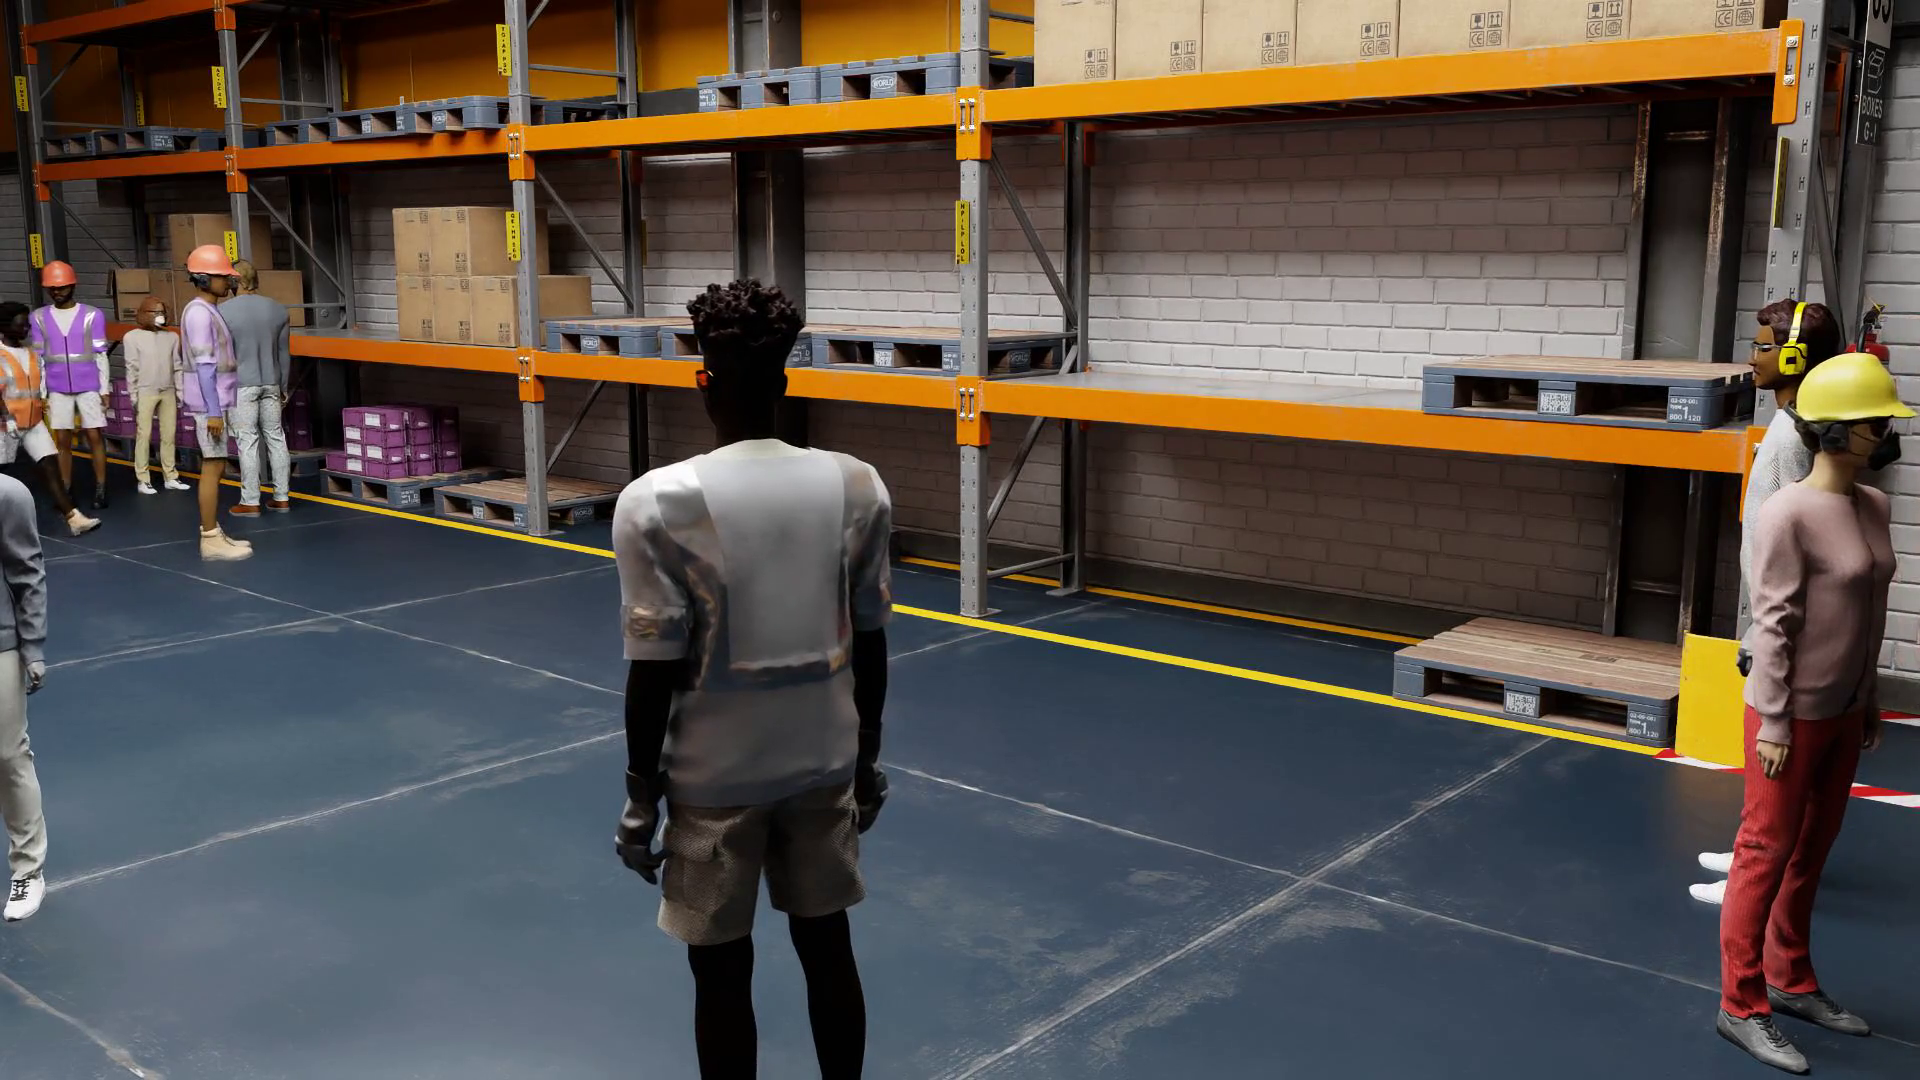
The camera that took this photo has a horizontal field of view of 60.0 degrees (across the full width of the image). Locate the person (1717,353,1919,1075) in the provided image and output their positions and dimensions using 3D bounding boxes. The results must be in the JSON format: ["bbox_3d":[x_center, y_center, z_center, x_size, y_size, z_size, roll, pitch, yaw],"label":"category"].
[{"bbox_3d":[2.143,0.421,4.156,0.525,1.772,0.306,-7,12,-36],"label":"person"}]

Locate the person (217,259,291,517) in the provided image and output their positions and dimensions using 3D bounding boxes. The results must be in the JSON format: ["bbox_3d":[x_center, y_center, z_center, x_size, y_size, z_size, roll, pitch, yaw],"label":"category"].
[{"bbox_3d":[-5.346,-1.140,12.565,0.372,1.940,0.632,7,12,34],"label":"person"}]

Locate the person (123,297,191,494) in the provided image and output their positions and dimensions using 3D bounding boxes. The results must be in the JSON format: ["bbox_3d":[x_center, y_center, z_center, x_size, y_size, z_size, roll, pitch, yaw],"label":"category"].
[{"bbox_3d":[-6.660,-1.195,13.772,0.284,1.628,0.494,6,12,31],"label":"person"}]

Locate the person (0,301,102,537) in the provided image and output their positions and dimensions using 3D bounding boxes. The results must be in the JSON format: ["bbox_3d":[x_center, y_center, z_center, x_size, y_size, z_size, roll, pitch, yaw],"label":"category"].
[{"bbox_3d":[-6.421,-0.803,11.428,0.837,1.653,0.545,3,10,17],"label":"person"}]

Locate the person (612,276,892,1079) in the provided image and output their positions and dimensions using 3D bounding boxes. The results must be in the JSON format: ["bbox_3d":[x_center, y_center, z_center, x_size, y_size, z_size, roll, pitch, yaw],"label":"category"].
[{"bbox_3d":[-0.417,0.453,3.414,0.613,1.963,0.361,-7,12,-33],"label":"person"}]

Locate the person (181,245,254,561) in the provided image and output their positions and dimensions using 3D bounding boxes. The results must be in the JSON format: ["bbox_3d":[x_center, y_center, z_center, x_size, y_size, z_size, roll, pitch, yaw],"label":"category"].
[{"bbox_3d":[-4.838,-0.890,10.843,0.390,2.040,0.614,-4,11,-22],"label":"person"}]

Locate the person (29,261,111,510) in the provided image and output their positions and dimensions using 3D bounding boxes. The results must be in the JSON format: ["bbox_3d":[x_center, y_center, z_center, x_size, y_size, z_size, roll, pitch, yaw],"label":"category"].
[{"bbox_3d":[-6.853,-1.178,12.837,0.542,1.928,0.394,-3,10,-16],"label":"person"}]

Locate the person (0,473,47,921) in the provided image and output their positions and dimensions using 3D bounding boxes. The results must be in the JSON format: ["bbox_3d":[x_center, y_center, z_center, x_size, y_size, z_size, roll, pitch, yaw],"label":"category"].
[{"bbox_3d":[-2.995,0.344,4.978,0.507,1.631,0.266,-1,10,-5],"label":"person"}]

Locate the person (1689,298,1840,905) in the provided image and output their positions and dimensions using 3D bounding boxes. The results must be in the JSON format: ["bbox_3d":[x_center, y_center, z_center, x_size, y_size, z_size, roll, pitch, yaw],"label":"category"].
[{"bbox_3d":[2.493,0.204,5.107,0.328,1.872,0.513,6,11,30],"label":"person"}]
